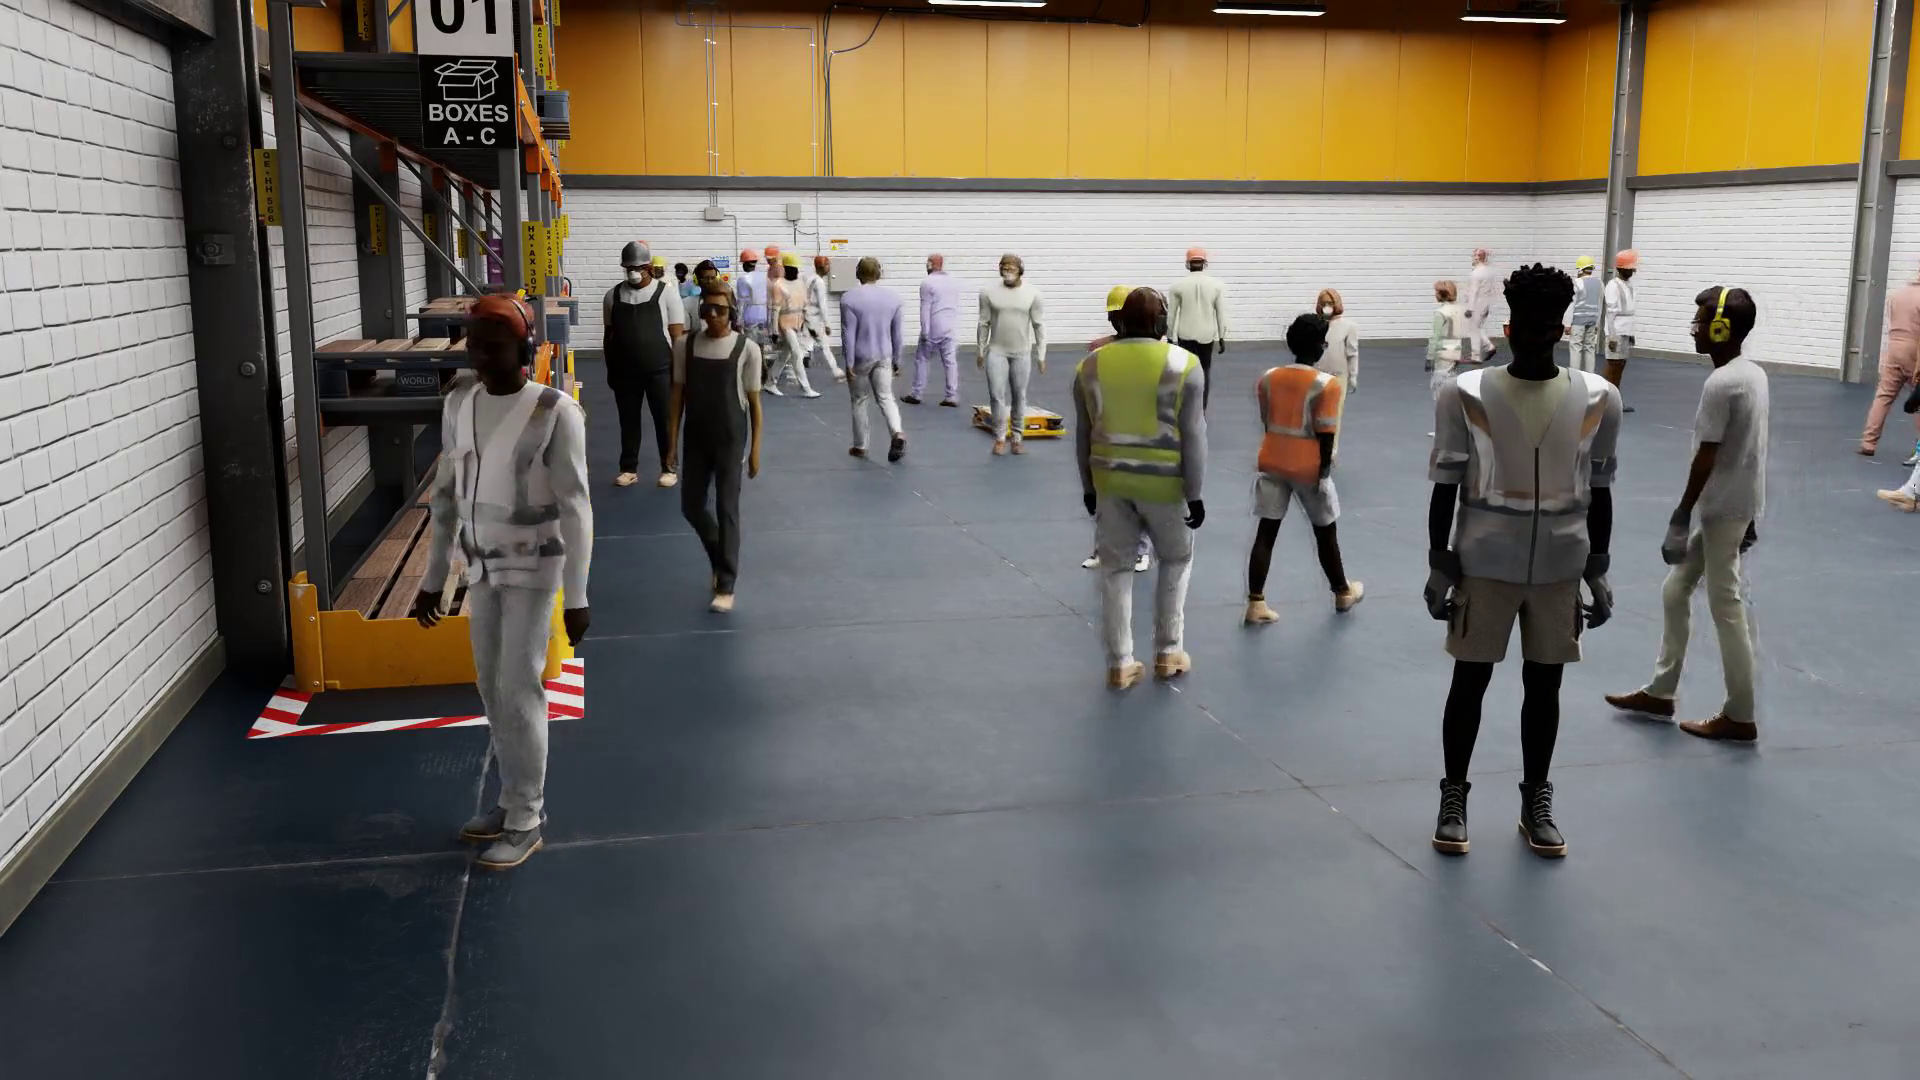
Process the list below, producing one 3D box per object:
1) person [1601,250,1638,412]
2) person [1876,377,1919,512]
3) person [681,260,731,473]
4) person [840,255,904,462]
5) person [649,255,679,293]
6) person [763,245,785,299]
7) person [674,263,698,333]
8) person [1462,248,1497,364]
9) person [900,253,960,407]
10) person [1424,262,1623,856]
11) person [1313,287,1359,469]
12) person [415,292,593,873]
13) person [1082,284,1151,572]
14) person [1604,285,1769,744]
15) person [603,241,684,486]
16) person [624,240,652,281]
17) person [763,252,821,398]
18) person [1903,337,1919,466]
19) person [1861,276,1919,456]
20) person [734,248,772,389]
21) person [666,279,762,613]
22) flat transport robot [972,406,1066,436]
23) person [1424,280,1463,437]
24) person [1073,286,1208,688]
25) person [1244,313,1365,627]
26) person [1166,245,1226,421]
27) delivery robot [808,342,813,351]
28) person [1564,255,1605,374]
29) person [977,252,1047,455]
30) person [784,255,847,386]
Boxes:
[{"bbox_3d":[7.768,-2.442,19.632,0.413,1.907,0.580,10,14,43],"label":"person"},{"bbox_3d":[7.196,-1.049,12.192,0.622,1.798,0.902,-9,14,-41],"label":"person"},{"bbox_3d":[-2.170,-1.475,14.354,0.533,1.868,0.310,-6,12,-32],"label":"person"},{"bbox_3d":[-0.780,-1.672,15.368,0.639,1.910,0.906,-5,11,-27],"label":"person"},{"bbox_3d":[-4.600,-3.456,25.493,0.608,1.805,0.584,0,10,2],"label":"person"},{"bbox_3d":[-3.084,-3.916,27.647,0.430,1.957,0.726,-3,11,-17],"label":"person"},{"bbox_3d":[-4.403,-3.578,26.534,0.523,1.669,0.541,-9,14,-42],"label":"person"},{"bbox_3d":[8.510,-3.829,27.313,0.463,1.897,0.640,7,13,35],"label":"person"},{"bbox_3d":[-0.343,-2.586,20.515,0.652,1.868,0.897,-9,13,-40],"label":"person"},{"bbox_3d":[1.847,0.077,5.489,0.614,1.962,0.362,1,10,6],"label":"person"},{"bbox_3d":[3.277,-1.431,14.794,0.507,1.616,0.355,2,10,10],"label":"person"},{"bbox_3d":[-1.522,0.139,5.474,0.664,1.865,0.458,7,12,35],"label":"person"},{"bbox_3d":[1.004,-0.685,10.265,0.526,1.768,0.315,5,11,26],"label":"person"},{"bbox_3d":[2.972,-0.105,6.815,0.767,1.846,0.555,7,13,36],"label":"person"},{"bbox_3d":[-2.639,-1.452,13.751,0.679,2.000,0.535,1,10,5],"label":"person"},{"bbox_3d":[-5.260,-3.951,27.650,0.610,2.030,0.409,-4,11,-19],"label":"person"},{"bbox_3d":[-2.224,-2.789,21.630,0.976,1.884,0.613,5,12,27],"label":"person"},{"bbox_3d":[8.822,-1.546,14.834,0.390,1.838,0.563,-6,12,-31],"label":"person"},{"bbox_3d":[8.944,-1.689,15.596,0.710,1.867,0.674,-1,10,-7],"label":"person"},{"bbox_3d":[-2.838,-3.009,22.707,0.429,1.919,0.553,7,12,34],"label":"person"},{"bbox_3d":[-1.367,-0.543,9.320,0.540,1.825,0.725,2,10,11],"label":"person"},{"bbox_3d":[0.608,-1.270,17.649,0.652,0.197,1.431,-2,11,-13],"label":"flat transport robot"},{"bbox_3d":[4.979,-1.870,17.197,0.402,1.622,0.547,8,13,38],"label":"person"},{"bbox_3d":[0.866,-0.248,7.680,0.661,1.821,0.660,5,11,25],"label":"person"},{"bbox_3d":[1.838,-0.382,8.902,0.885,1.642,0.547,-10,14,-44],"label":"person"},{"bbox_3d":[2.588,-2.260,18.395,0.653,1.973,0.628,0,10,-1],"label":"person"},{"bbox_3d":[-2.692,-3.051,26.471,0.707,0.478,0.477,-8,13,-37],"label":"delivery robot"},{"bbox_3d":[8.655,-3.034,23.134,0.586,1.824,0.404,-4,11,-23],"label":"person"},{"bbox_3d":[0.480,-1.736,15.672,0.660,1.914,0.726,1,10,3],"label":"person"},{"bbox_3d":[-2.001,-3.067,23.324,1.063,1.811,0.584,-3,11,-15],"label":"person"}]
